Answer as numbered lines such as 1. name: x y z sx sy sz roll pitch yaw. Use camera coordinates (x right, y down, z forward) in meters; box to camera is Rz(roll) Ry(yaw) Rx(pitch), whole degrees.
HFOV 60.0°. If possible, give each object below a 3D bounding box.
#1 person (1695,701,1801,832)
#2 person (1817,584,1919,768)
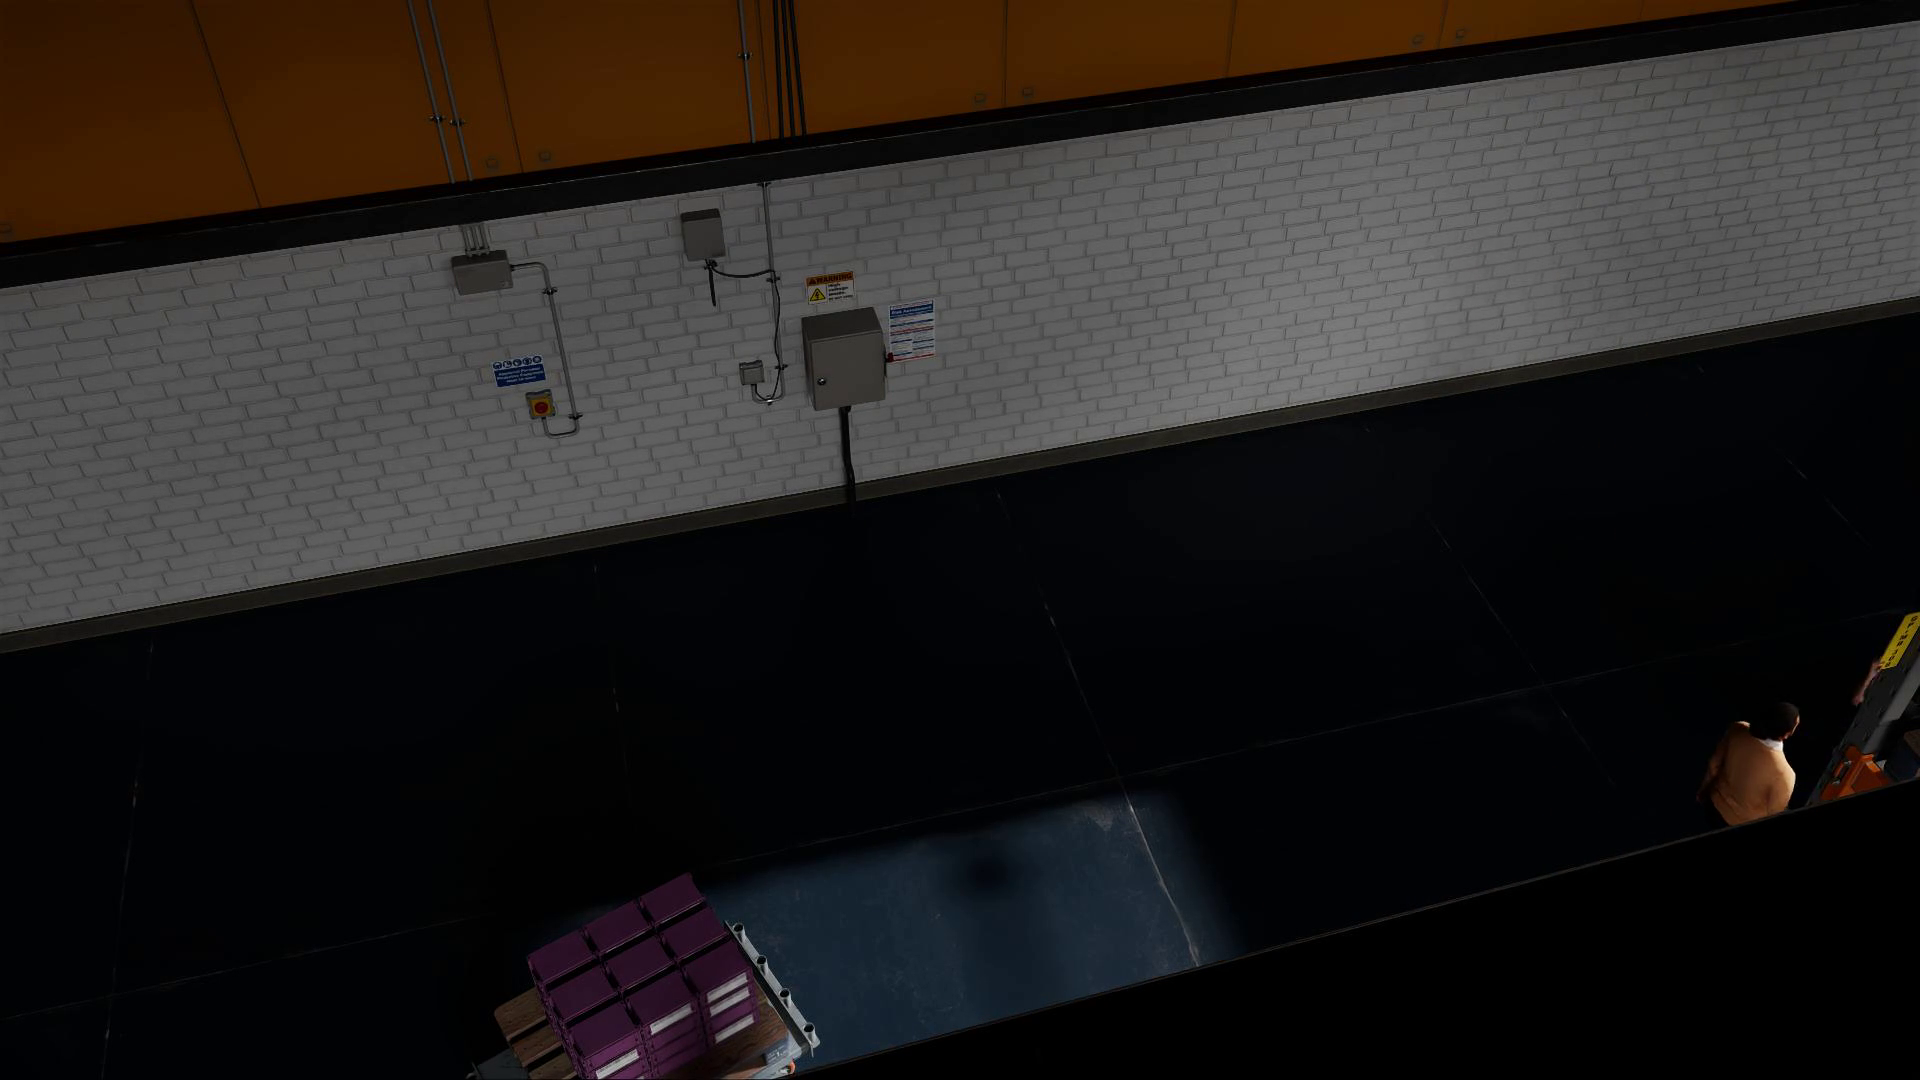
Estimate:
1. person: 4.231 1.557 9.199 0.718 1.729 1.002 -10 45 -10
2. person: 5.510 0.818 9.999 0.617 1.696 0.604 -15 46 -15
